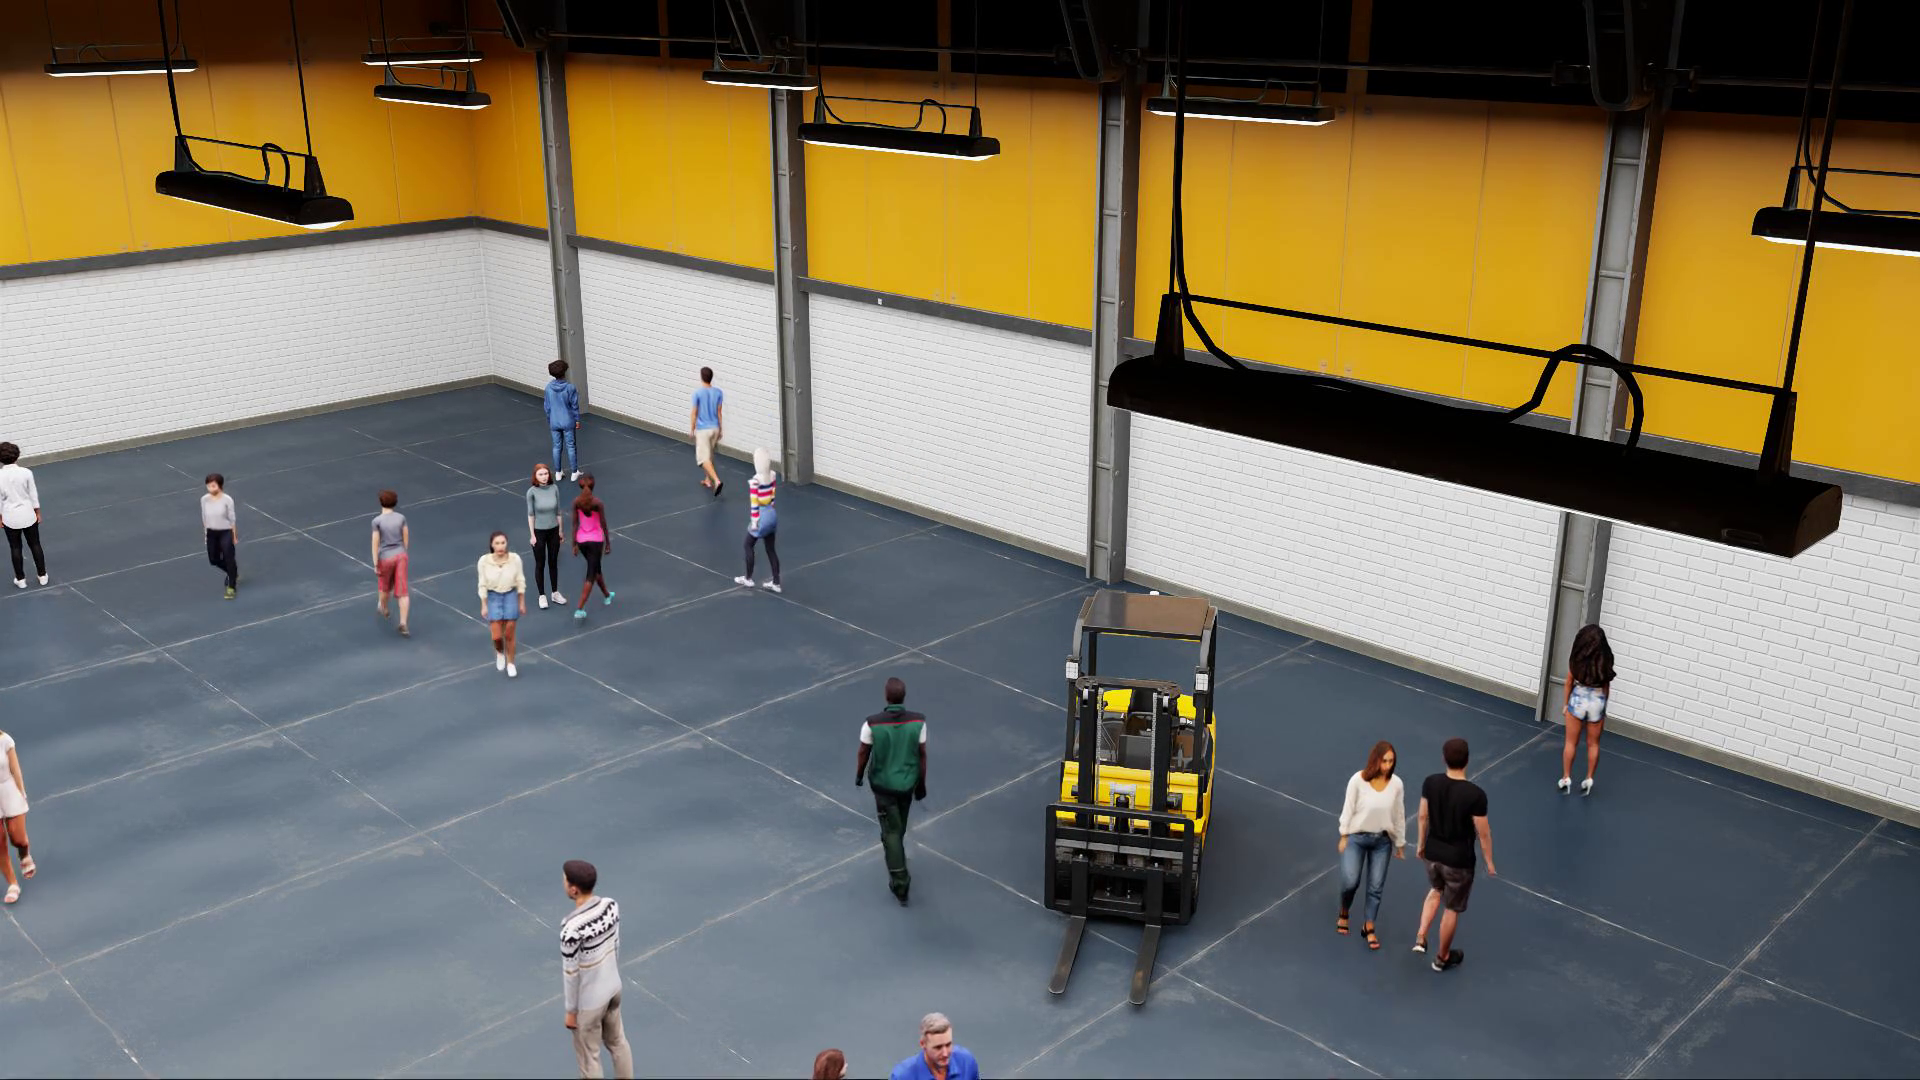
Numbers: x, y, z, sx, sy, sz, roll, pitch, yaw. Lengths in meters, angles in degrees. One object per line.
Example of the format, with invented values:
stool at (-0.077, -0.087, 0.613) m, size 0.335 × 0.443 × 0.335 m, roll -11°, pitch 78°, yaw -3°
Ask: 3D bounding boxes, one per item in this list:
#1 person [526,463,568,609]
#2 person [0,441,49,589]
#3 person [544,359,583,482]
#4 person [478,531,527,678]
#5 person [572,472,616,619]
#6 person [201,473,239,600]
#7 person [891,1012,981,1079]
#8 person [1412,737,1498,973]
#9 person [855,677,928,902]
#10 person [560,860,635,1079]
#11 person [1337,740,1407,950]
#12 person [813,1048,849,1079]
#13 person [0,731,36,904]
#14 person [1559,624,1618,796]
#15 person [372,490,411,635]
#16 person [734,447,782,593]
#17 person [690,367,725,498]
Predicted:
person at (-4.904, -0.065, 19.686) m, size 0.605 × 1.743 × 0.582 m, roll -13°, pitch 23°, yaw -34°
person at (-11.507, -0.316, 20.334) m, size 0.671 × 1.805 × 0.628 m, roll -11°, pitch 22°, yaw -30°
person at (-5.896, -1.778, 24.671) m, size 0.714 × 1.808 × 0.816 m, roll 3°, pitch 19°, yaw 8°
person at (-4.873, 0.661, 17.727) m, size 0.758 × 1.618 × 0.775 m, roll -5°, pitch 19°, yaw -15°
person at (-4.314, 0.109, 19.279) m, size 1.135 × 1.674 × 0.981 m, roll 6°, pitch 19°, yaw 17°
person at (-8.879, -0.088, 20.067) m, size 0.790 × 1.543 × 0.841 m, roll 1°, pitch 19°, yaw 4°
person at (-0.186, 3.390, 9.319) m, size 0.888 × 1.812 × 0.957 m, roll -10°, pitch 21°, yaw -28°
person at (3.569, 2.364, 12.310) m, size 0.777 × 1.847 × 0.633 m, roll -16°, pitch 24°, yaw -39°
person at (-0.510, 2.037, 13.388) m, size 1.057 × 1.779 × 1.293 m, roll -6°, pitch 20°, yaw -17°
person at (-2.343, 2.911, 10.685) m, size 0.706 × 1.849 × 0.744 m, roll 8°, pitch 20°, yaw 23°
person at (3.134, 2.287, 12.809) m, size 0.764 × 1.675 × 0.822 m, roll 0°, pitch 19°, yaw -1°
person at (-0.846, 3.544, 10.001) m, size 0.793 × 1.084 × 0.798 m, roll -4°, pitch 19°, yaw -10°
person at (-7.737, 2.080, 13.417) m, size 0.735 × 1.679 × 0.825 m, roll -7°, pitch 20°, yaw -20°
person at (5.690, 1.542, 15.105) m, size 0.653 × 1.621 × 0.728 m, roll 3°, pitch 19°, yaw 10°
person at (-6.396, 0.286, 18.860) m, size 0.785 × 1.606 × 1.148 m, roll -11°, pitch 21°, yaw -29°
person at (-2.304, -0.222, 20.086) m, size 0.952 × 1.785 × 0.779 m, roll 12°, pitch 22°, yaw 31°
person at (-3.600, -1.539, 23.922) m, size 0.738 × 1.833 × 1.178 m, roll -14°, pitch 23°, yaw -35°
